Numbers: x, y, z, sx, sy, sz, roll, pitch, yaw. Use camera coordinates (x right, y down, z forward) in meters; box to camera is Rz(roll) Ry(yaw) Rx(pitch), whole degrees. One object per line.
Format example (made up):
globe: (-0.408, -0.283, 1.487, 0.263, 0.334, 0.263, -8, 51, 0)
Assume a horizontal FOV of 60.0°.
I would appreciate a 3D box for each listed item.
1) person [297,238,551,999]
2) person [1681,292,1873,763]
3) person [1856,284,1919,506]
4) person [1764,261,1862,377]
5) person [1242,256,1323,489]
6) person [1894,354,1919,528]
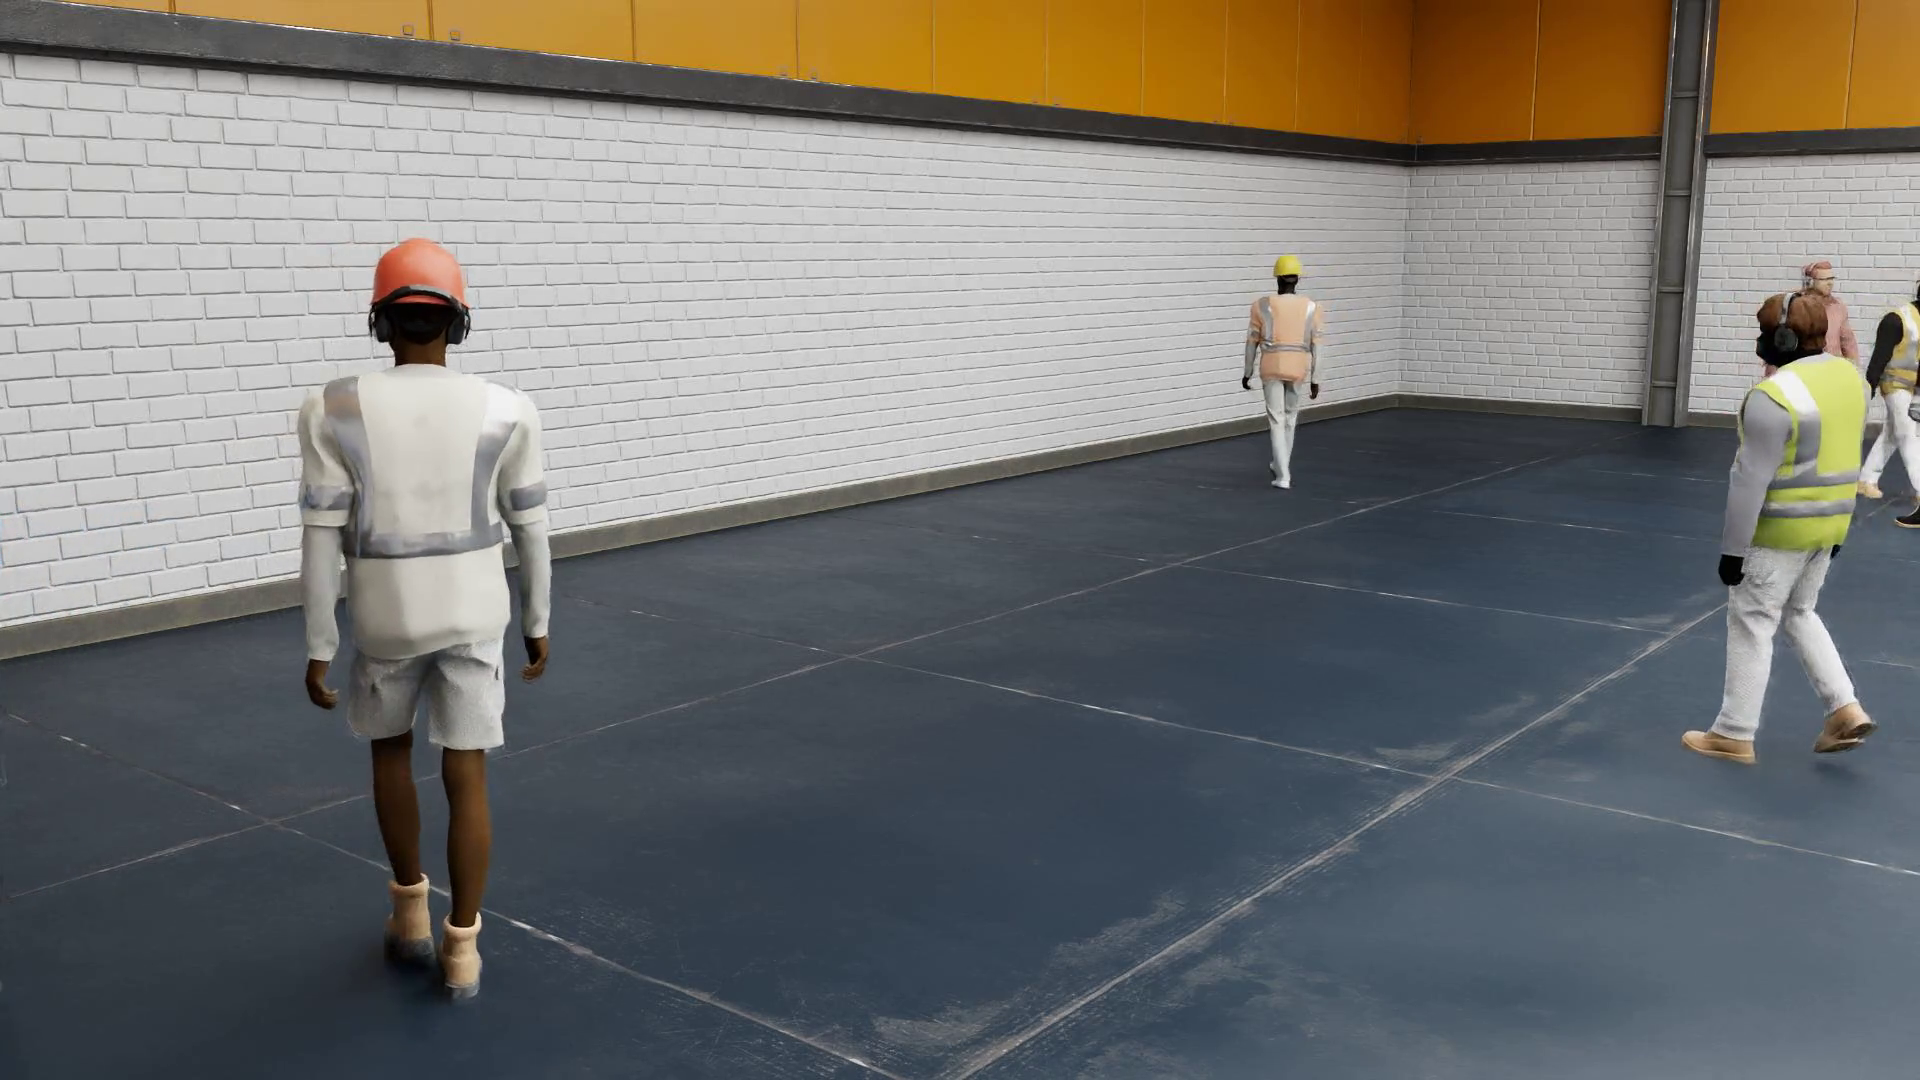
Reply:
person: (-1.449, 0.203, 4.547, 0.649, 2.022, 0.676, -4, 11, -20)
person: (3.152, -0.023, 6.340, 0.674, 1.829, 0.570, -6, 12, -29)
person: (7.289, -1.144, 12.754, 0.669, 1.771, 0.976, -3, 11, -18)
person: (7.064, -1.385, 13.849, 0.635, 1.855, 1.023, -4, 11, -19)
person: (2.643, -1.394, 13.788, 0.593, 1.887, 0.903, -1, 10, -5)
person: (6.892, -1.047, 11.650, 0.608, 1.964, 0.392, -5, 11, -27)
